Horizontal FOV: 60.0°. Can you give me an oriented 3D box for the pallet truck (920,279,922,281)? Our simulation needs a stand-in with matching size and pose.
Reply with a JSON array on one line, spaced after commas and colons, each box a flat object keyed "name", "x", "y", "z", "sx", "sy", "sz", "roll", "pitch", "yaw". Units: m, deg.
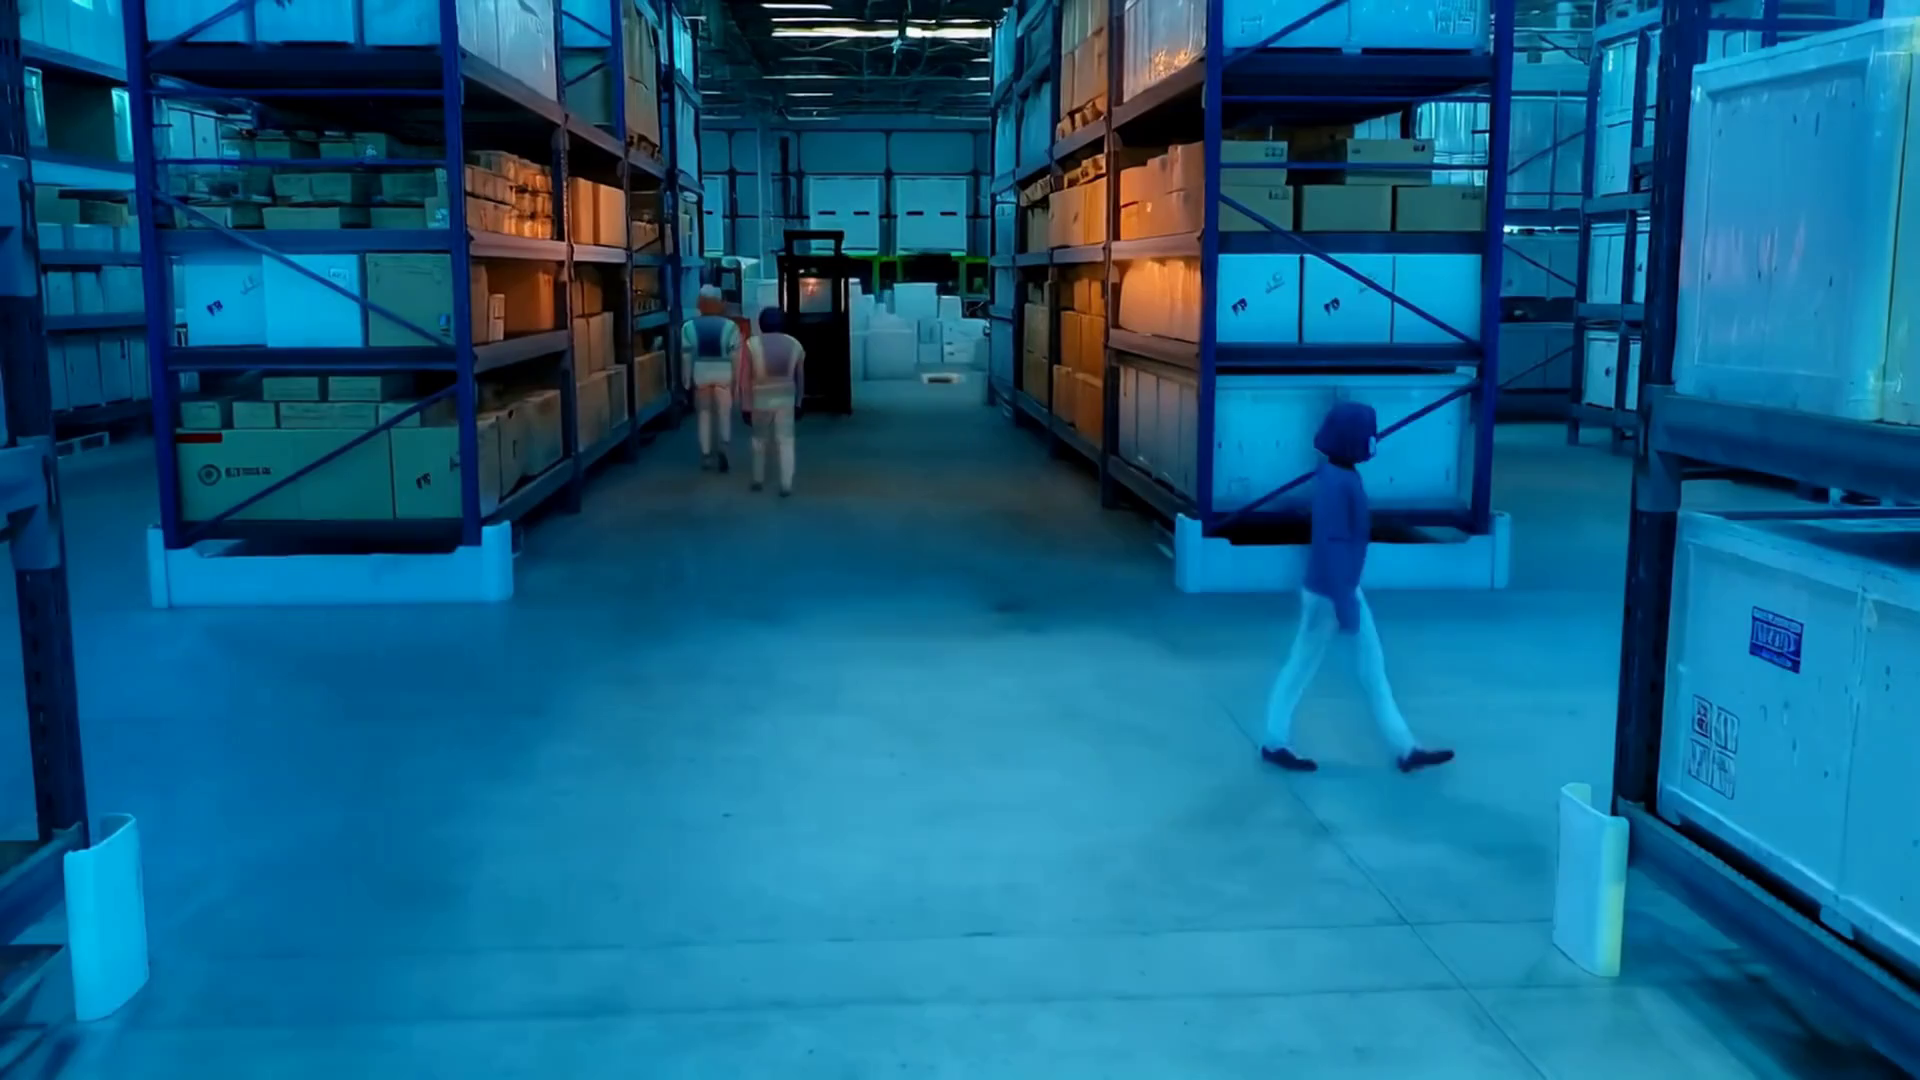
[{"name": "pallet truck", "x": -0.932, "y": -8.922, "z": 63.114, "sx": 1.885, "sy": 1.965, "sz": 0.823, "roll": 2, "pitch": 9, "yaw": 13}]

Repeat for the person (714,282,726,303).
[{"name": "person", "x": -9.012, "y": -8.715, "z": 62.190, "sx": 0.571, "sy": 1.882, "sz": 0.338, "roll": 0, "pitch": 9, "yaw": 2}]

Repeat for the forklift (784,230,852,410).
[{"name": "forklift", "x": -2.298, "y": -3.509, "z": 26.361, "sx": 1.129, "sy": 2.768, "sz": 1.873, "roll": -1, "pitch": 9, "yaw": -4}]

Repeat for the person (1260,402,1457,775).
[{"name": "person", "x": 1.655, "y": 0.225, "z": 6.937, "sx": 0.850, "sy": 1.584, "sz": 0.519, "roll": 4, "pitch": 10, "yaw": 25}]

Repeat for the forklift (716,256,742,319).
[{"name": "forklift", "x": -8.574, "y": -9.187, "z": 62.019, "sx": 1.129, "sy": 2.768, "sz": 1.873, "roll": -1, "pitch": 9, "yaw": -4}]

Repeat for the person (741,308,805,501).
[{"name": "person", "x": -1.812, "y": -1.292, "z": 15.820, "sx": 0.665, "sy": 1.800, "sz": 0.923, "roll": -4, "pitch": 10, "yaw": -24}]

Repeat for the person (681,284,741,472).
[{"name": "person", "x": -2.657, "y": -1.718, "z": 17.803, "sx": 0.643, "sy": 2.029, "sz": 0.719, "roll": -2, "pitch": 9, "yaw": -10}]

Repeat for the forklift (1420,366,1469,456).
[{"name": "forklift", "x": 4.846, "y": -2.257, "z": 18.500, "sx": 1.129, "sy": 2.768, "sz": 1.873, "roll": 7, "pitch": 11, "yaw": 36}]

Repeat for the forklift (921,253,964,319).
[{"name": "forklift", "x": -0.754, "y": -7.703, "z": 52.695, "sx": 1.129, "sy": 2.768, "sz": 1.873, "roll": -5, "pitch": 10, "yaw": -30}]
